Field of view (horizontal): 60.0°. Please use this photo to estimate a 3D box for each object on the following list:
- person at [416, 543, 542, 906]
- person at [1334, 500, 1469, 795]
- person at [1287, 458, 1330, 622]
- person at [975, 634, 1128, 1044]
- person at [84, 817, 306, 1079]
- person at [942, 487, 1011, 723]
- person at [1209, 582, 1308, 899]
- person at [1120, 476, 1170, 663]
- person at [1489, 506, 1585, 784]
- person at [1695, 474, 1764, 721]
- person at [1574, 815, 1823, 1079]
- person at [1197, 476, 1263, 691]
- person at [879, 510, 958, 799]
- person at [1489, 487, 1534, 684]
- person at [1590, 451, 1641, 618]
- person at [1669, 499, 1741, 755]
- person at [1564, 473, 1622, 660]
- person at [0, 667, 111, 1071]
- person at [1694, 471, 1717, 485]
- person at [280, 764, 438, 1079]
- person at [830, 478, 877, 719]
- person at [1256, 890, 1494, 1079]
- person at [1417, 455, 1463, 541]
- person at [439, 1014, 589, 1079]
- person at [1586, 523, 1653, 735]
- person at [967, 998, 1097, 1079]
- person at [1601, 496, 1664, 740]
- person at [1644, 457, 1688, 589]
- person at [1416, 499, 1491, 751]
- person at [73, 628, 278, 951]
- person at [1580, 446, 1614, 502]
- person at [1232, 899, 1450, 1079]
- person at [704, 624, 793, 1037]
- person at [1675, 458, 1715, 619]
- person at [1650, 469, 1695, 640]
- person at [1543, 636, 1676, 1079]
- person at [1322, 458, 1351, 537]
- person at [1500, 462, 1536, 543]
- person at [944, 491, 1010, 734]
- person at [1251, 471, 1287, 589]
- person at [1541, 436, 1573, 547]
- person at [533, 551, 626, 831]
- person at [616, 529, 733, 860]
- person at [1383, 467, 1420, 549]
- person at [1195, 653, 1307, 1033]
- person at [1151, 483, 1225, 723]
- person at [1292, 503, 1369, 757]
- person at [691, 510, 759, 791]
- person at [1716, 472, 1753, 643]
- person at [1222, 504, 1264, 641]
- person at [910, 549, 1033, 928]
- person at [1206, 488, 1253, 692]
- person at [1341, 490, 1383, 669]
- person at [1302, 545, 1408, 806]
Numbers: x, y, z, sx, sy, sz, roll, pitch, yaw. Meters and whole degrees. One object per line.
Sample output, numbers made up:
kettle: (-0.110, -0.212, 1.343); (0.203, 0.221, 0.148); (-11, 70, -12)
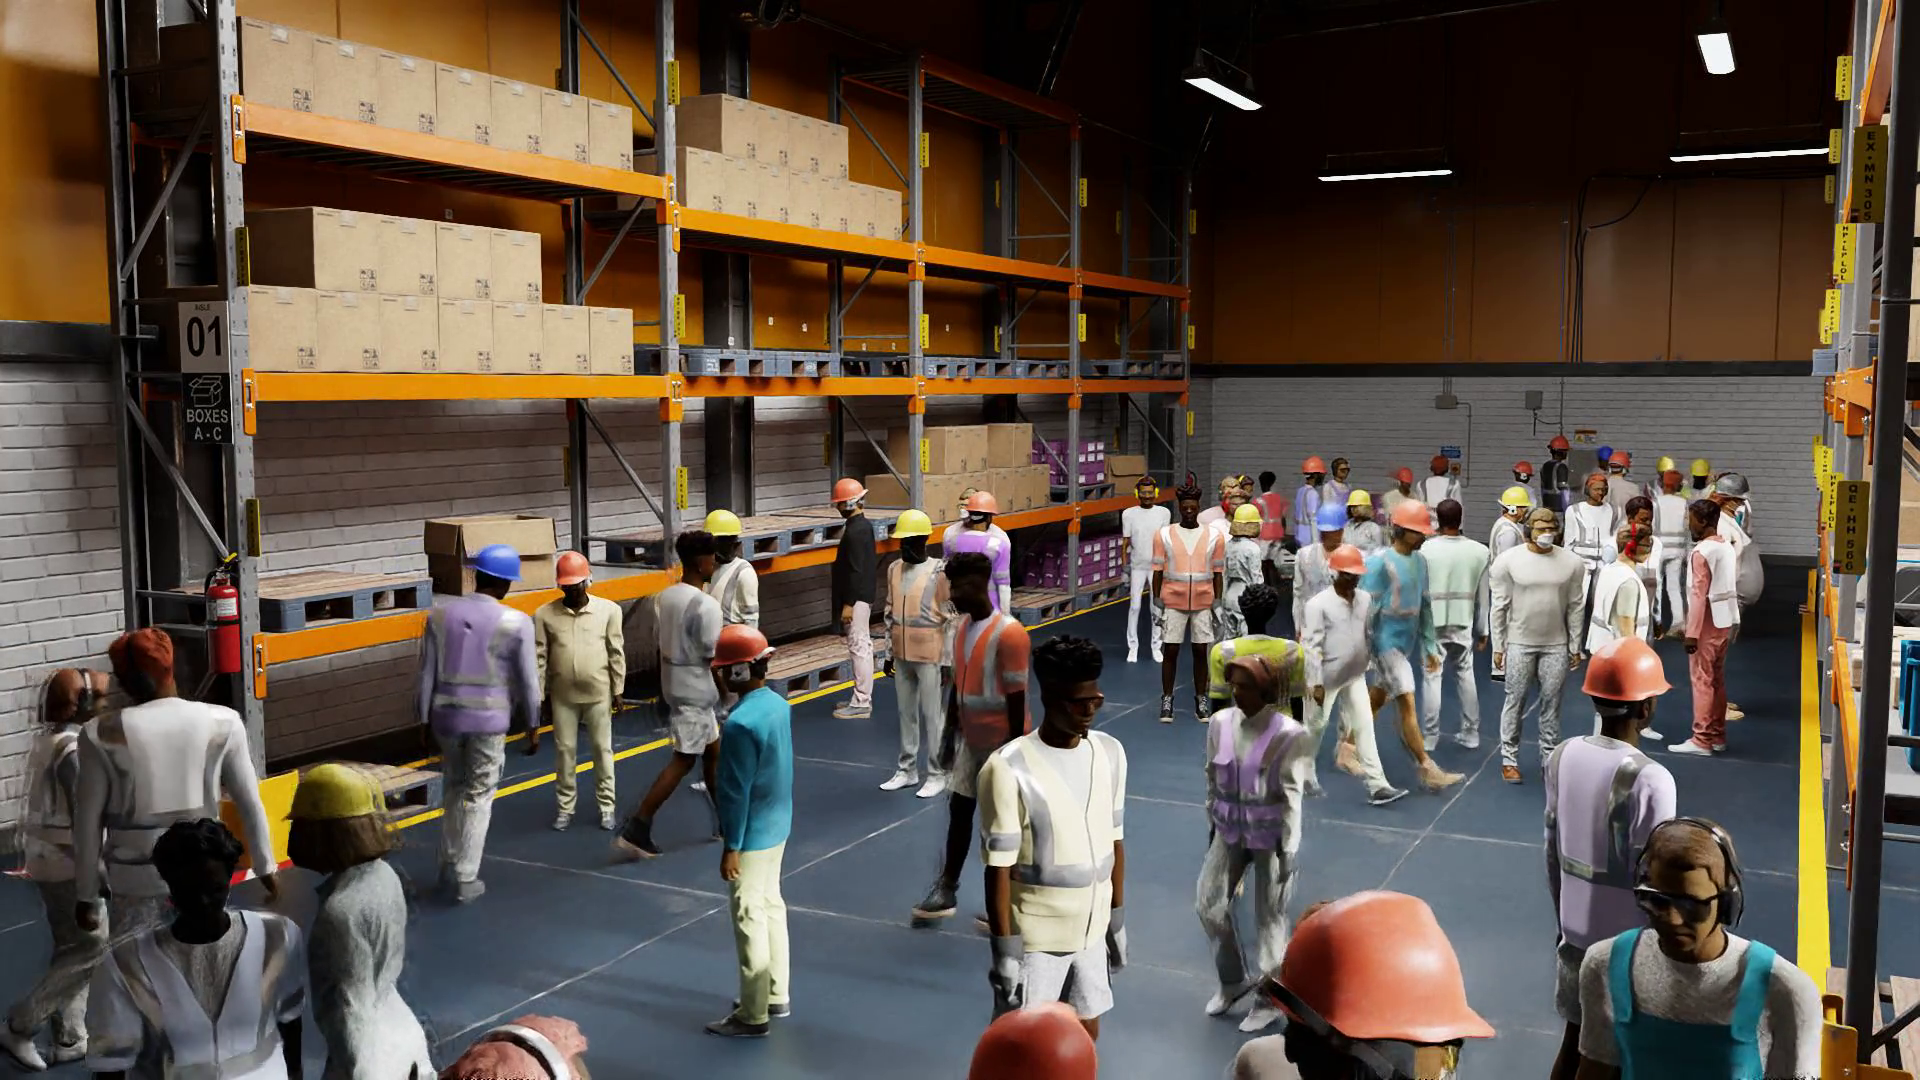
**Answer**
person: (-2.576, 0.976, 8.931); (0.621, 1.898, 0.590); (1, 5, 9)
person: (3.008, 0.714, 11.354); (0.623, 1.970, 1.095); (-5, 7, -43)
person: (4.010, 0.029, 19.082); (0.476, 1.934, 0.549); (0, 5, -5)
person: (0.323, 1.270, 5.483); (0.604, 1.956, 0.377); (-4, 7, -39)
person: (-1.979, 1.525, 4.354); (0.552, 1.639, 0.884); (-3, 6, -33)
person: (0.101, 0.546, 13.343); (0.627, 1.940, 0.371); (3, 6, 31)
person: (1.592, 1.075, 8.934); (0.540, 1.695, 0.317); (0, 5, -4)
person: (1.842, 0.295, 16.488); (0.500, 1.860, 0.312); (0, 5, -5)
person: (3.968, 0.726, 11.460); (0.633, 1.931, 0.375); (0, 5, 2)
person: (6.361, 0.455, 13.778); (0.536, 2.000, 0.676); (2, 6, 21)
person: (1.616, 1.501, 3.651); (0.595, 1.838, 0.359); (4, 7, 39)
person: (2.420, 0.392, 14.997); (0.627, 1.940, 0.375); (-1, 5, -6)
person: (-0.292, 0.756, 11.146); (0.595, 1.925, 0.371); (4, 7, 40)
person: (5.080, 0.419, 15.357); (0.404, 1.824, 0.586); (1, 5, 14)
person: (7.683, -0.046, 19.497); (0.408, 1.984, 0.615); (-5, 7, -44)
person: (5.588, 0.650, 12.410); (0.405, 1.909, 0.597); (5, 7, 42)
person: (6.329, 0.271, 16.640); (0.576, 1.880, 0.351); (0, 5, 1)
person: (-3.600, 1.323, 6.646); (0.451, 1.617, 0.533); (-4, 6, -35)
person: (9.793, -0.100, 21.922); (0.499, 1.633, 0.281); (-5, 7, -45)
person: (-1.738, 1.472, 4.681); (0.907, 1.683, 0.491); (0, 5, 0)
person: (-0.880, 0.482, 13.783); (0.388, 1.987, 0.608); (0, 5, 4)
person: (0.545, 1.516, 2.451); (0.430, 2.031, 0.610); (0, 5, -5)
person: (6.236, -0.185, 21.708); (0.576, 1.852, 0.923); (3, 6, 30)
person: (-0.584, 1.597, 2.276); (0.652, 1.902, 0.400); (3, 6, 33)
person: (4.417, 0.799, 11.165); (0.383, 1.840, 0.564); (1, 5, 9)
person: (0.094, 1.628, 2.779); (0.571, 1.739, 0.375); (3, 6, 28)
person: (5.192, 0.609, 12.866); (0.598, 1.907, 0.409); (-3, 6, -29)
person: (9.590, -0.240, 22.595); (0.610, 1.800, 0.681); (2, 6, 18)
person: (3.662, 0.643, 12.511); (0.600, 1.904, 0.506); (0, 5, -4)
person: (-2.895, 1.250, 6.164); (0.688, 1.869, 0.340); (-4, 7, -35)
person: (9.094, -0.393, 23.637); (0.649, 1.909, 0.904); (0, 5, -5)
person: (0.835, 1.626, 3.743); (0.518, 1.631, 0.749); (-1, 5, -7)
person: (-0.905, 1.225, 7.113); (0.355, 1.737, 0.576); (1, 5, 12)
person: (8.630, -0.009, 19.460); (0.603, 1.905, 0.452); (3, 6, 29)
person: (7.678, 0.155, 18.054); (0.598, 1.855, 0.895); (1, 5, 6)
person: (2.146, 1.279, 5.433); (0.344, 1.942, 0.551); (-2, 6, -19)
person: (4.758, -0.113, 20.936); (0.510, 1.846, 0.341); (-5, 7, -42)
person: (7.425, -0.167, 22.046); (0.348, 1.740, 0.567); (-3, 6, -29)
person: (0.147, 0.578, 13.084); (0.549, 1.927, 0.393); (2, 6, 24)
person: (3.817, -0.022, 20.804); (0.585, 1.685, 0.405); (-3, 6, -31)
person: (8.409, -0.442, 23.419); (0.375, 2.044, 0.607); (-1, 5, -11)
person: (-2.356, 0.932, 10.272); (0.572, 1.738, 0.357); (-1, 5, -7)
person: (-1.600, 0.890, 9.757); (0.994, 1.923, 0.619); (-4, 7, -37)
person: (5.731, -0.100, 21.596); (0.545, 1.699, 0.932); (-1, 5, -12)
person: (1.235, 1.287, 7.065); (0.517, 1.625, 0.375); (5, 7, 42)
person: (1.859, 0.513, 13.573); (0.607, 1.962, 0.367); (0, 5, 1)
person: (2.701, 0.678, 12.135); (0.619, 1.902, 0.769); (3, 6, 27)
person: (-1.570, 0.757, 11.134); (0.369, 1.927, 0.587); (-4, 7, -39)
person: (8.239, 0.188, 17.808); (0.429, 1.831, 0.631); (3, 6, 30)
person: (2.432, 0.563, 14.195); (0.301, 1.743, 0.493); (-3, 6, -29)
person: (0.078, 1.010, 8.446); (0.570, 1.928, 0.617); (-3, 6, -32)
person: (2.398, 0.449, 14.883); (0.572, 1.843, 0.373); (-5, 7, -42)
person: (3.864, 0.382, 16.151); (0.294, 1.744, 0.487); (-4, 7, -38)
person: (2.531, 0.887, 10.889); (0.601, 1.702, 0.874); (-3, 6, -29)
